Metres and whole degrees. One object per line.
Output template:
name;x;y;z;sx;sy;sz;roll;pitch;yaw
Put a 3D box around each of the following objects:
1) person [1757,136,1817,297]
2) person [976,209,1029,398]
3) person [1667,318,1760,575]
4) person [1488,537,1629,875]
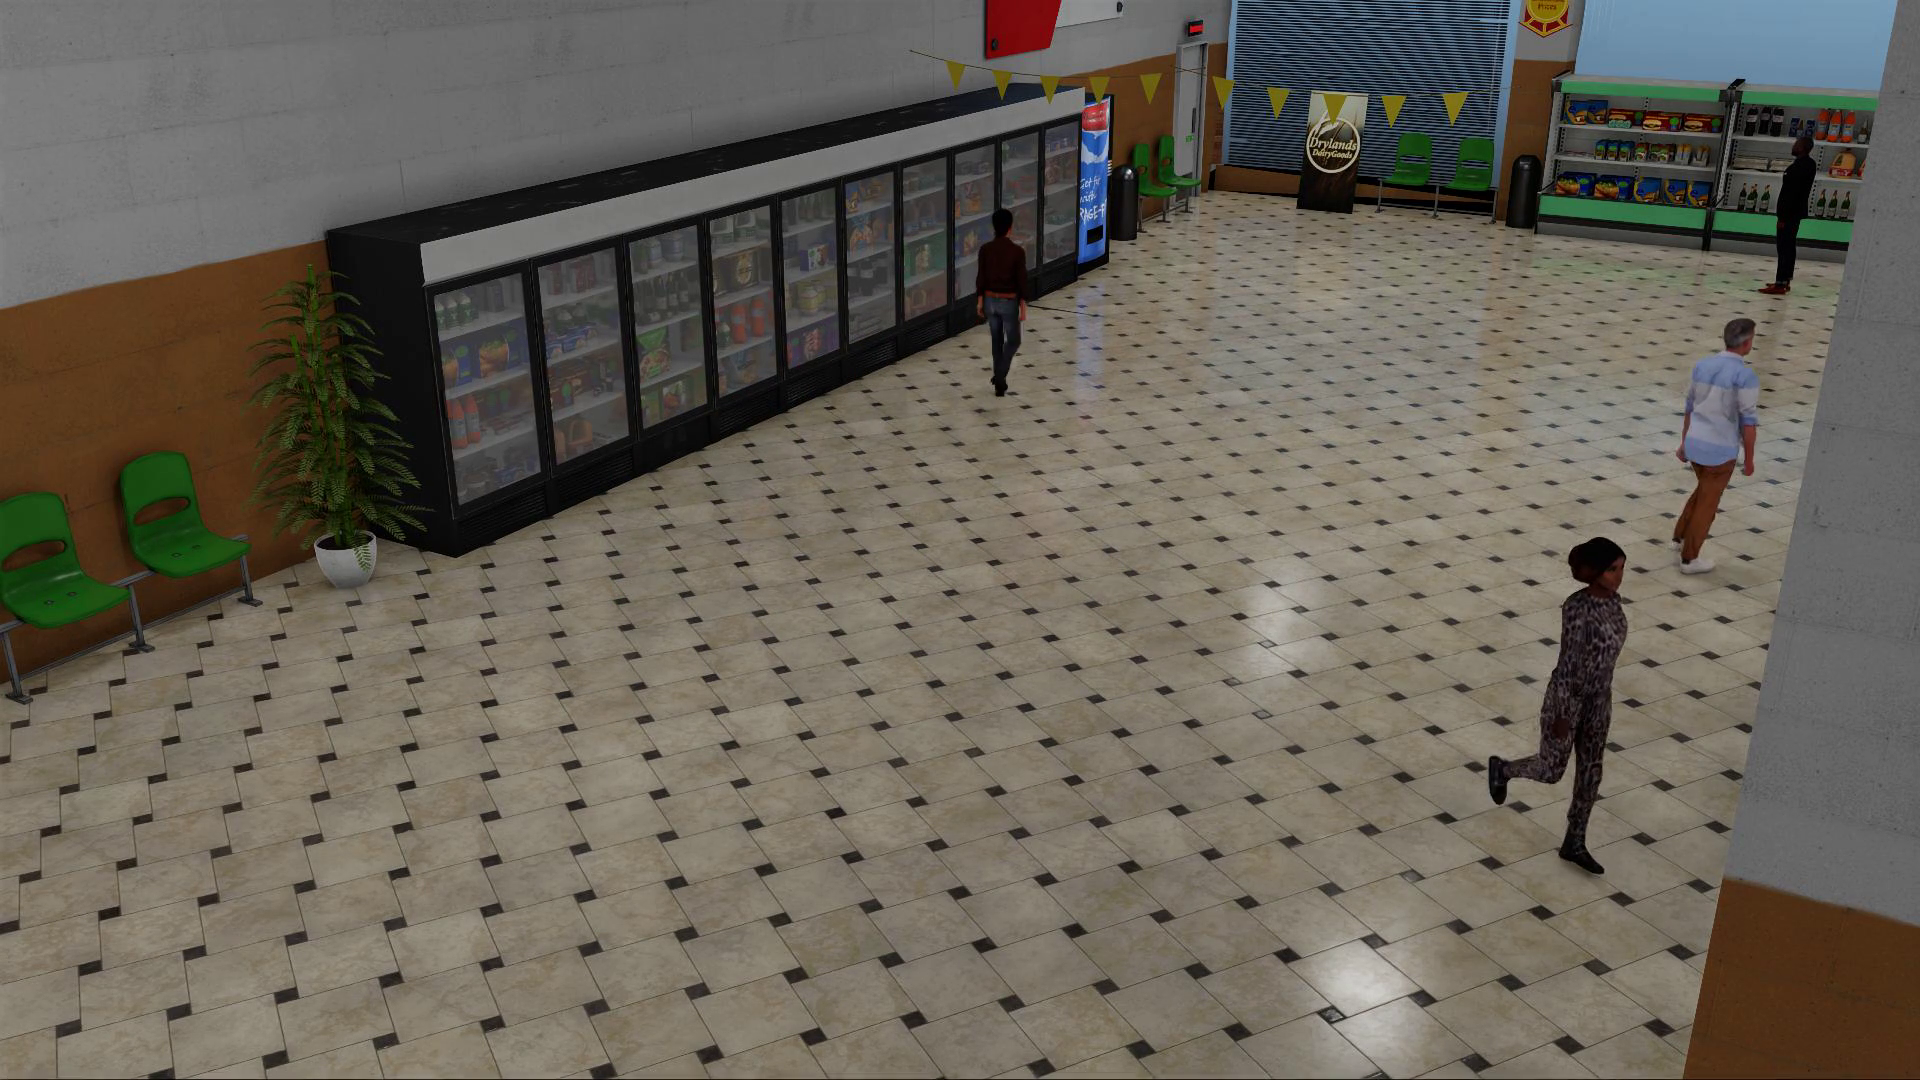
person;9.701;-3.785;19.396;0.651;1.819;0.728;17;28;36
person;0.367;-2.146;15.388;0.912;1.766;0.833;6;23;16
person;5.174;-0.630;11.554;0.874;1.811;0.807;-7;23;-16
person;2.974;0.782;8.194;0.901;1.697;1.070;-12;25;-27
